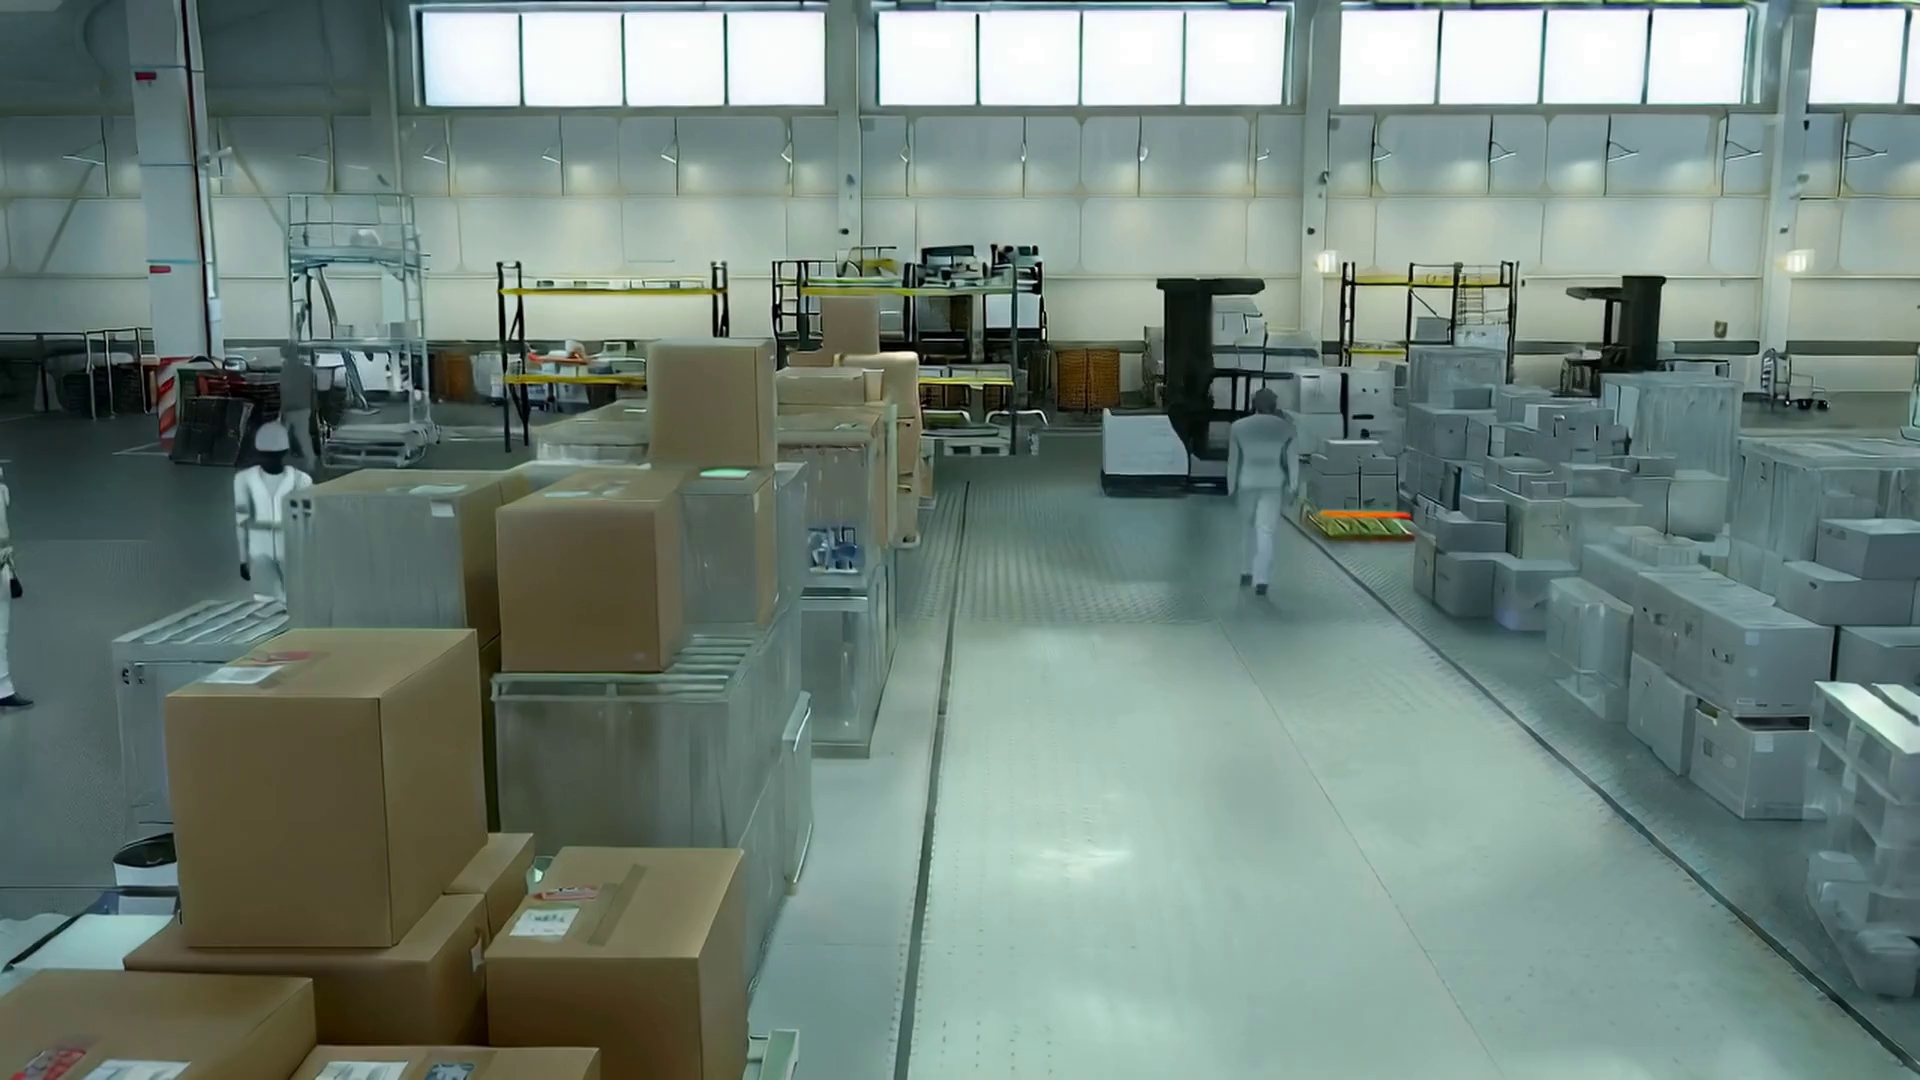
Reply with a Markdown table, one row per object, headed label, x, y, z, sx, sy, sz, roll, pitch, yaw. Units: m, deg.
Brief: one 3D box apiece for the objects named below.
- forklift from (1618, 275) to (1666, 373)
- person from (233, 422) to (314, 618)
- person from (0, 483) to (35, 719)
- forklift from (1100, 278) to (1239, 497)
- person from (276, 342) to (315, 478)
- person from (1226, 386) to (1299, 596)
| label | x | y | z | sx | sy | sz | roll | pitch | yaw |
| --- | --- | --- | --- | --- | --- | --- | --- | --- | --- |
| forklift | 10.778 | -2.804 | 26.434 | 1.873 | 2.768 | 1.129 | 0 | 9 | 1 |
| person | -4.879 | 0.109 | 11.914 | 0.561 | 1.891 | 0.994 | -3 | 10 | -19 |
| person | -6.508 | 0.256 | 11.087 | 0.352 | 1.883 | 0.576 | 1 | 10 | 9 |
| forklift | 2.810 | -2.008 | 21.660 | 1.873 | 2.768 | 1.129 | 0 | 9 | 1 |
| person | -9.366 | -1.818 | 23.379 | 0.596 | 1.917 | 0.656 | 3 | 10 | 20 |
| person | 2.808 | -0.480 | 15.450 | 0.658 | 1.893 | 0.954 | 2 | 10 | 12 |
